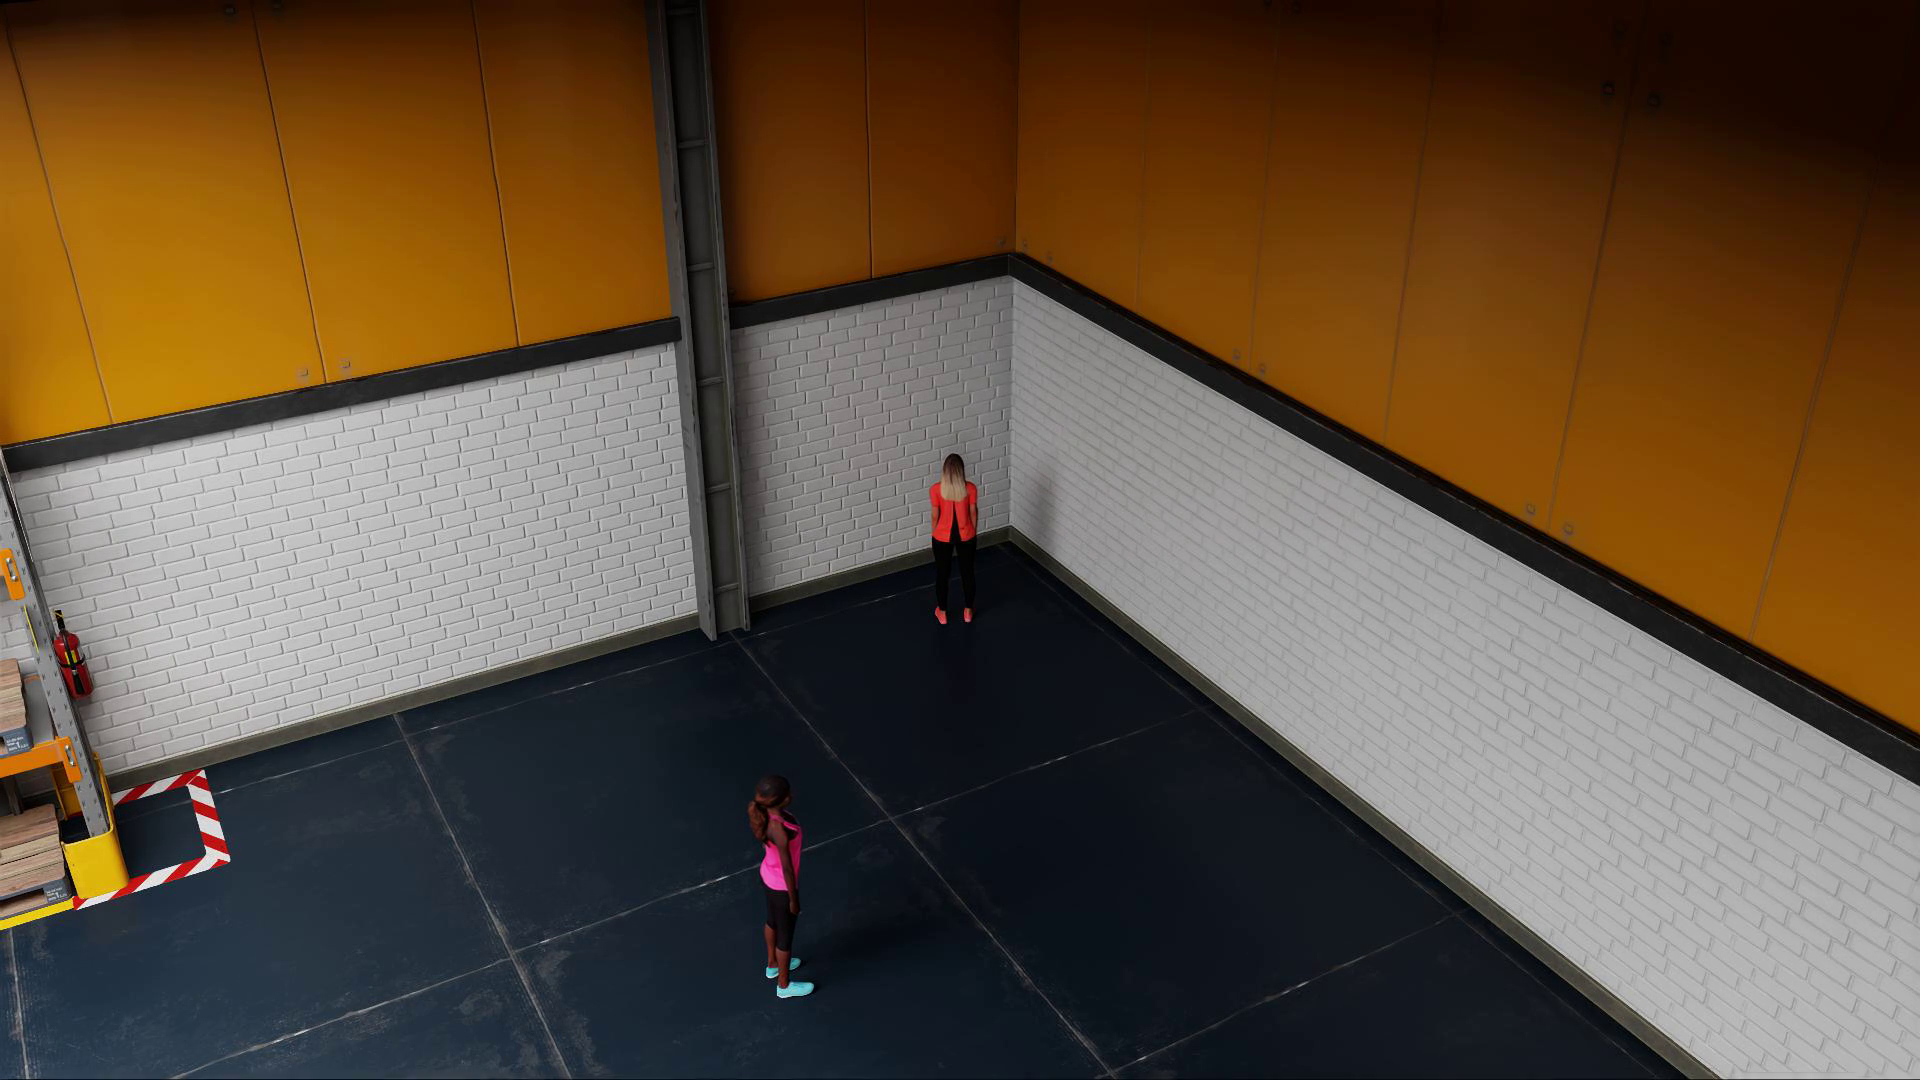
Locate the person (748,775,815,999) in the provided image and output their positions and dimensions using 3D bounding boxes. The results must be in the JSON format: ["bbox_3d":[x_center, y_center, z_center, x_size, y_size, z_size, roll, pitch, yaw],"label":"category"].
[{"bbox_3d":[-1.191,2.254,10.942,0.576,1.724,0.585,-11,31,-20],"label":"person"}]

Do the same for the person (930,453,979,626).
[{"bbox_3d":[-0.051,-0.015,15.132,0.604,1.694,0.728,-2,29,-4],"label":"person"}]
